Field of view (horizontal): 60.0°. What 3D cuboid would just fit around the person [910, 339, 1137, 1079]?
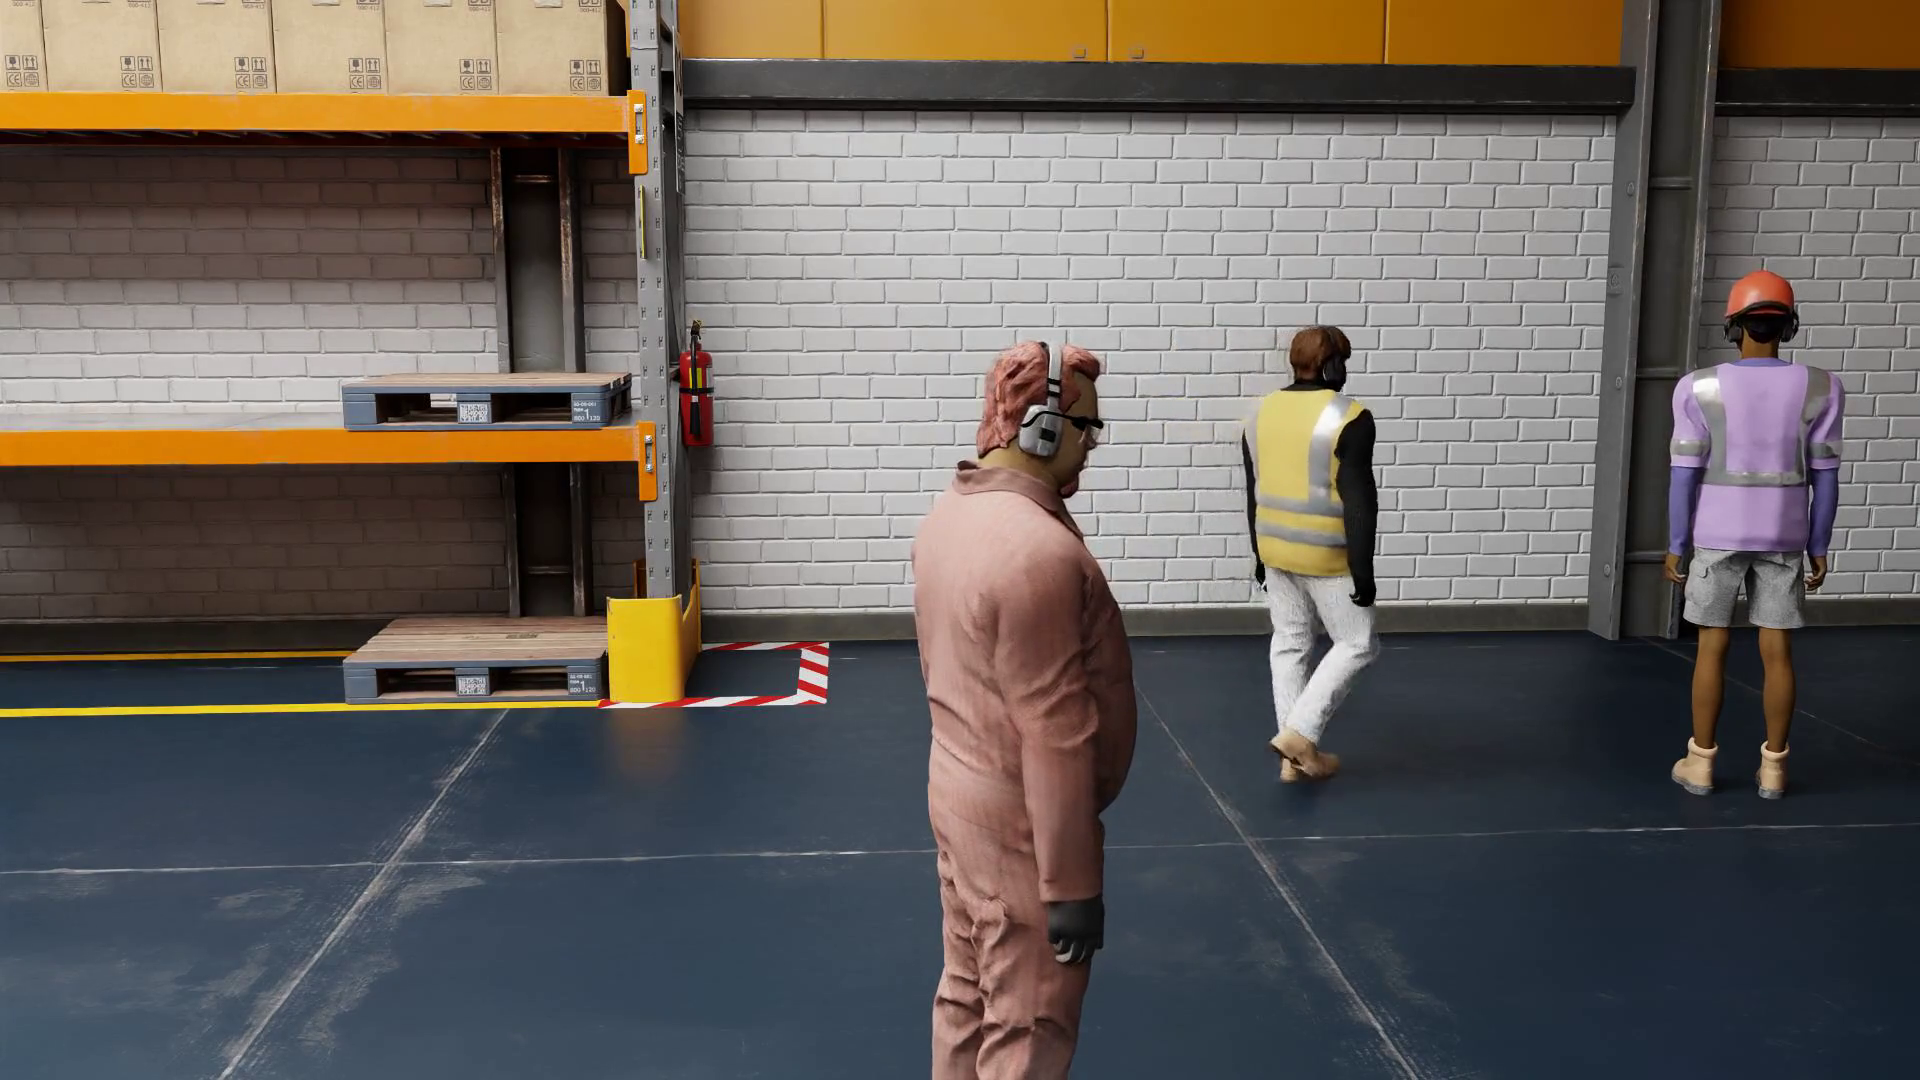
[{"bbox_3d":[0.140,0.568,3.233,0.406,1.903,0.636,-3,9,-18],"label":"person"}]

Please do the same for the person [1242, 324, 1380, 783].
[{"bbox_3d":[1.390,0.073,6.548,0.436,1.832,0.648,-6,11,-35],"label":"person"}]

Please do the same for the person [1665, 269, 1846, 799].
[{"bbox_3d":[3.044,-0.013,6.437,0.608,2.044,0.372,2,9,14],"label":"person"}]
